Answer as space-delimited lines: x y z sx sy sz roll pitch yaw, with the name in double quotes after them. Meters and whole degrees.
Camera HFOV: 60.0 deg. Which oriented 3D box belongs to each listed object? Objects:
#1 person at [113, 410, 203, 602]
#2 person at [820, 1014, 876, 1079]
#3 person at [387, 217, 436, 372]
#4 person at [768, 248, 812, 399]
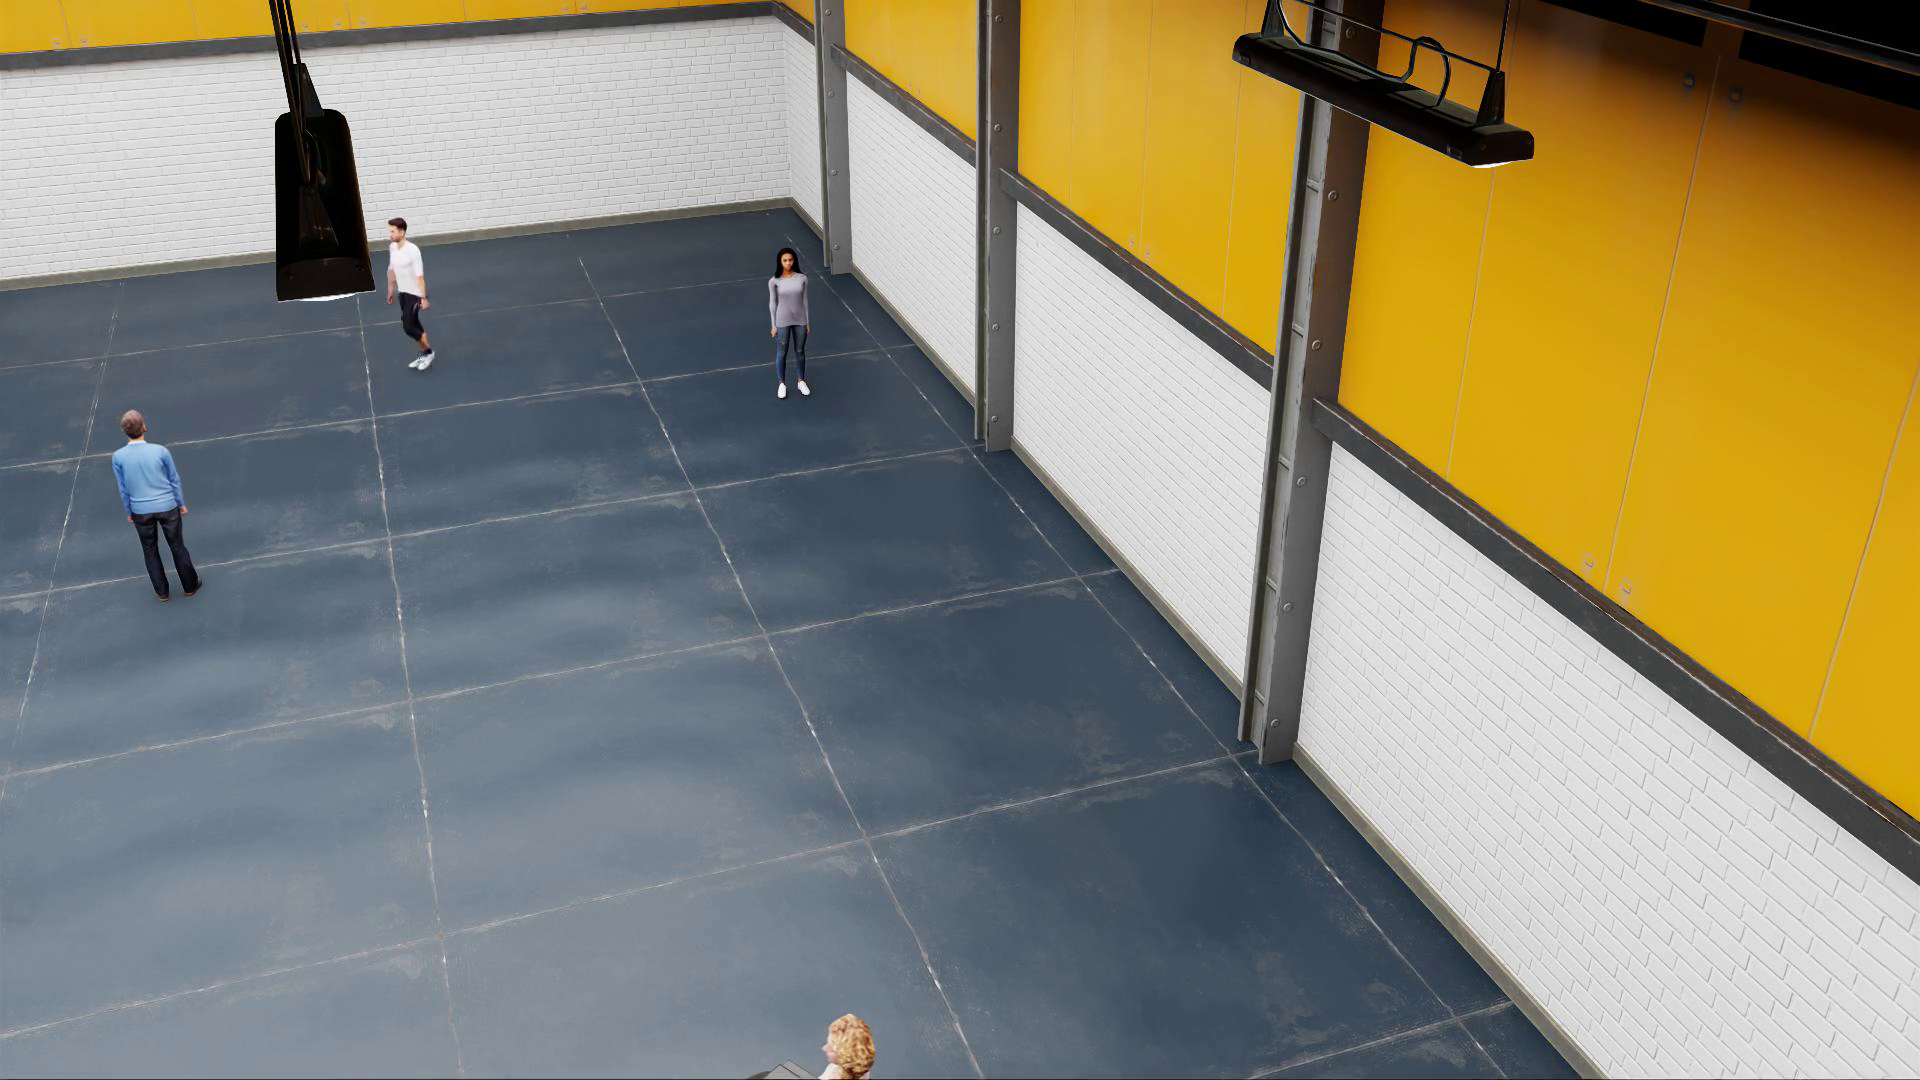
-7.182 -0.310 14.818 0.641 1.820 0.547 -10 30 -17 "person"
-0.545 3.128 8.671 0.683 1.670 0.519 -6 29 -10 "person"
-6.410 -2.933 19.604 0.736 1.840 0.851 23 36 36 "person"
-1.926 -2.478 18.880 0.604 1.736 0.510 -9 30 -16 "person"
